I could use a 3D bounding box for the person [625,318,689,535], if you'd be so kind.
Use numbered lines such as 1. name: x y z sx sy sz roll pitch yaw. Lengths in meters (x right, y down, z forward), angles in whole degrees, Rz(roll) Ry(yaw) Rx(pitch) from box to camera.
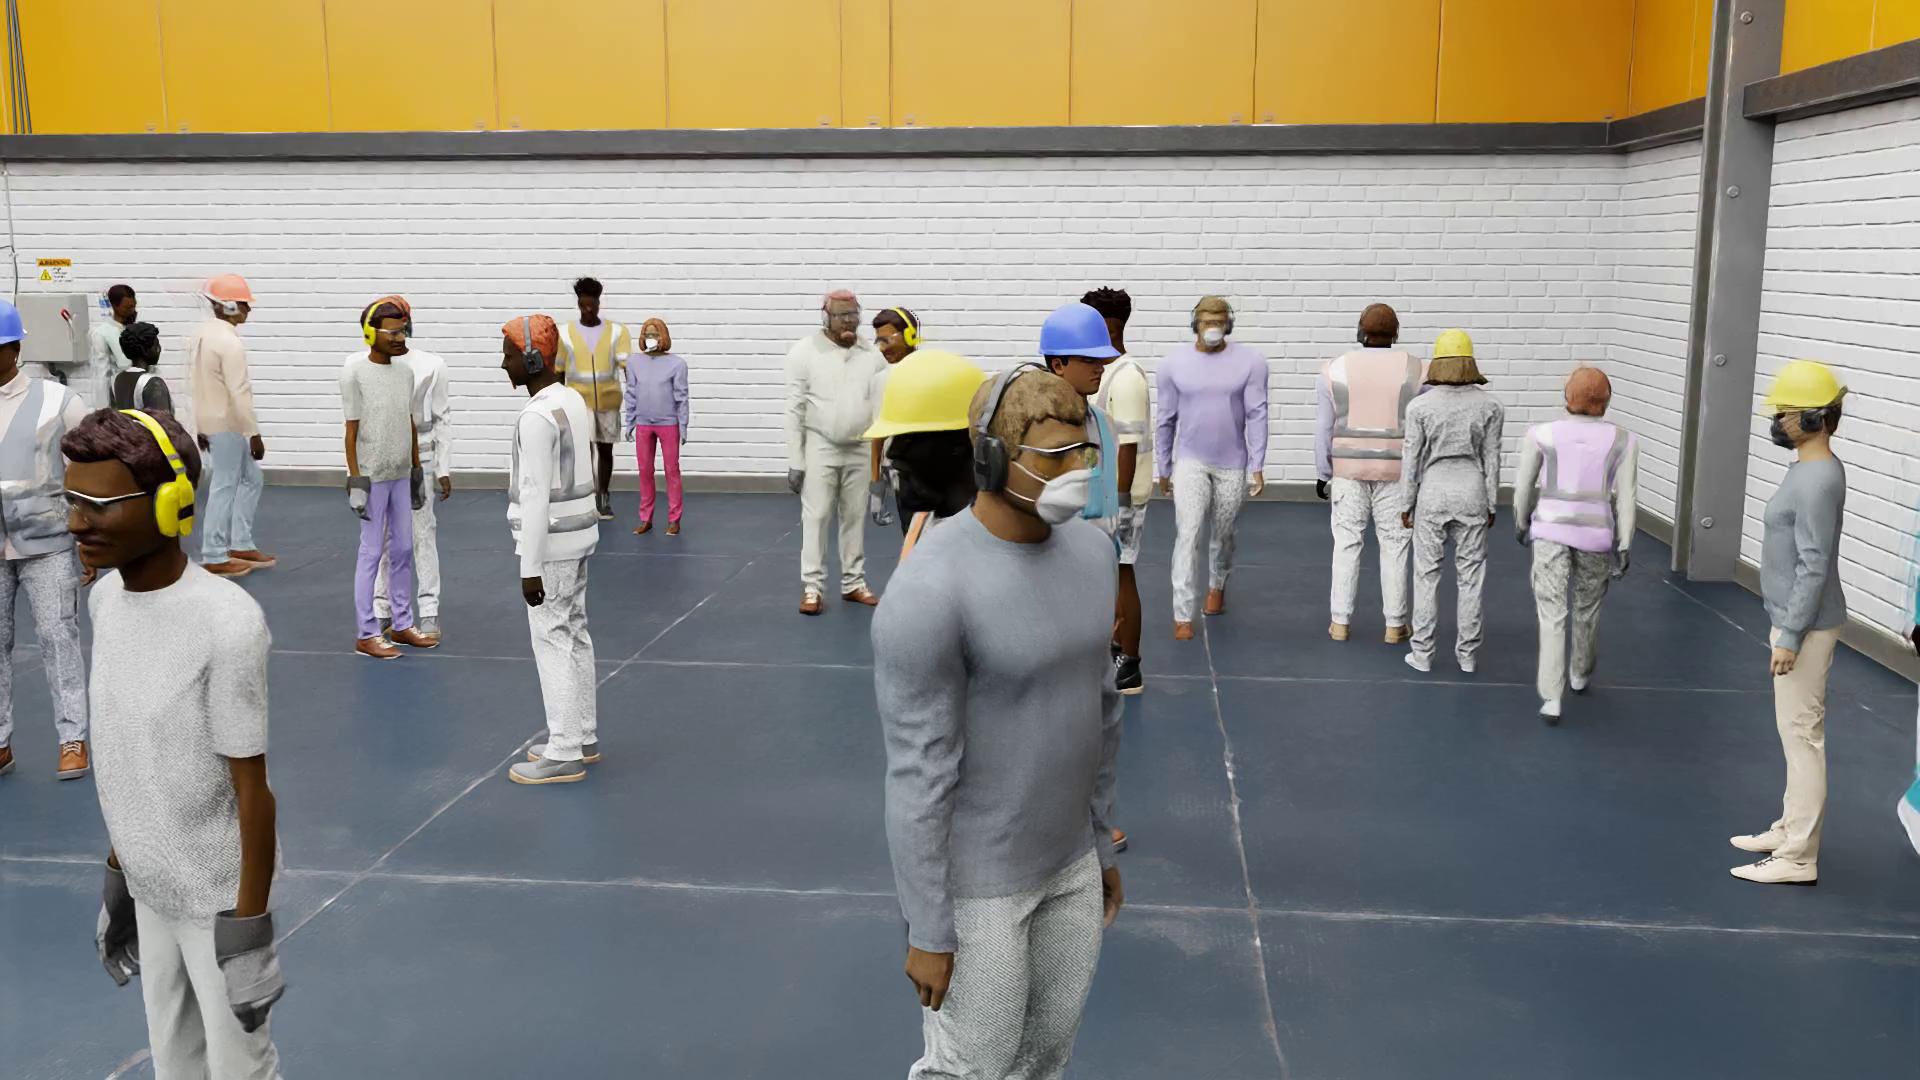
1. person: -2.260 -0.843 12.430 0.502 1.628 0.287 2 10 12

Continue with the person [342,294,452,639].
1. person: -3.062 -0.386 9.065 0.572 1.886 0.353 -1 10 -6

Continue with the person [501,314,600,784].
1. person: -1.638 0.041 6.655 0.361 1.879 0.583 0 10 2

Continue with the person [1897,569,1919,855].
1. person: 3.488 0.224 5.527 0.609 1.900 0.439 -3 10 -17

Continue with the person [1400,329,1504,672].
1. person: 2.465 -0.191 8.392 0.484 1.732 0.316 2 10 9

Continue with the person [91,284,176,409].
1. person: -6.882 -1.168 13.622 1.010 1.862 0.603 0 10 2

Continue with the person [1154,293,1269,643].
1. person: 1.406 -0.435 9.362 0.623 1.910 0.946 1 10 6

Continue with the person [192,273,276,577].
1. person: -4.693 -0.737 10.822 0.670 1.966 0.648 -8 13 -38

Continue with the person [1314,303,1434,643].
1. person: 2.244 -0.358 9.032 0.635 1.842 0.429 3 10 16

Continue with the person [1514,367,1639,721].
1. person: 2.831 0.002 7.692 0.517 1.592 0.863 3 10 16

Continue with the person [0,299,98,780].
1. person: -3.768 0.010 6.625 0.617 1.943 0.397 -3 10 -17

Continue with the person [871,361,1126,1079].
1. person: 0.090 0.630 3.140 0.370 1.932 0.623 8 12 37

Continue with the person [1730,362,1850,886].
1. person: 2.800 0.283 5.602 0.327 1.761 0.524 5 11 27

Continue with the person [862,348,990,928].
1. person: -0.002 0.534 3.705 0.392 1.921 0.605 -4 11 -21

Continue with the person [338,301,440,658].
1. person: -3.008 -0.314 8.730 0.331 1.863 0.508 5 11 26

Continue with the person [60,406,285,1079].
1. person: -1.426 0.676 3.079 0.513 1.861 0.342 7 12 35

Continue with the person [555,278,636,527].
1. person: -2.780 -1.046 12.763 0.637 1.898 1.029 -3 10 -16

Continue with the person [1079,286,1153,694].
1. person: 0.732 -0.236 8.010 0.380 1.957 0.608 -1 10 -4

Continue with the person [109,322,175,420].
1. person: -4.915 -0.470 10.086 0.539 1.696 0.317 7 12 35

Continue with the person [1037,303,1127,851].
1. person: 0.364 0.165 5.731 0.384 1.949 0.603 7 12 33

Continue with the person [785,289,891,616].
1. person: -0.711 -0.517 9.812 0.690 1.893 0.427 -5 11 -27
